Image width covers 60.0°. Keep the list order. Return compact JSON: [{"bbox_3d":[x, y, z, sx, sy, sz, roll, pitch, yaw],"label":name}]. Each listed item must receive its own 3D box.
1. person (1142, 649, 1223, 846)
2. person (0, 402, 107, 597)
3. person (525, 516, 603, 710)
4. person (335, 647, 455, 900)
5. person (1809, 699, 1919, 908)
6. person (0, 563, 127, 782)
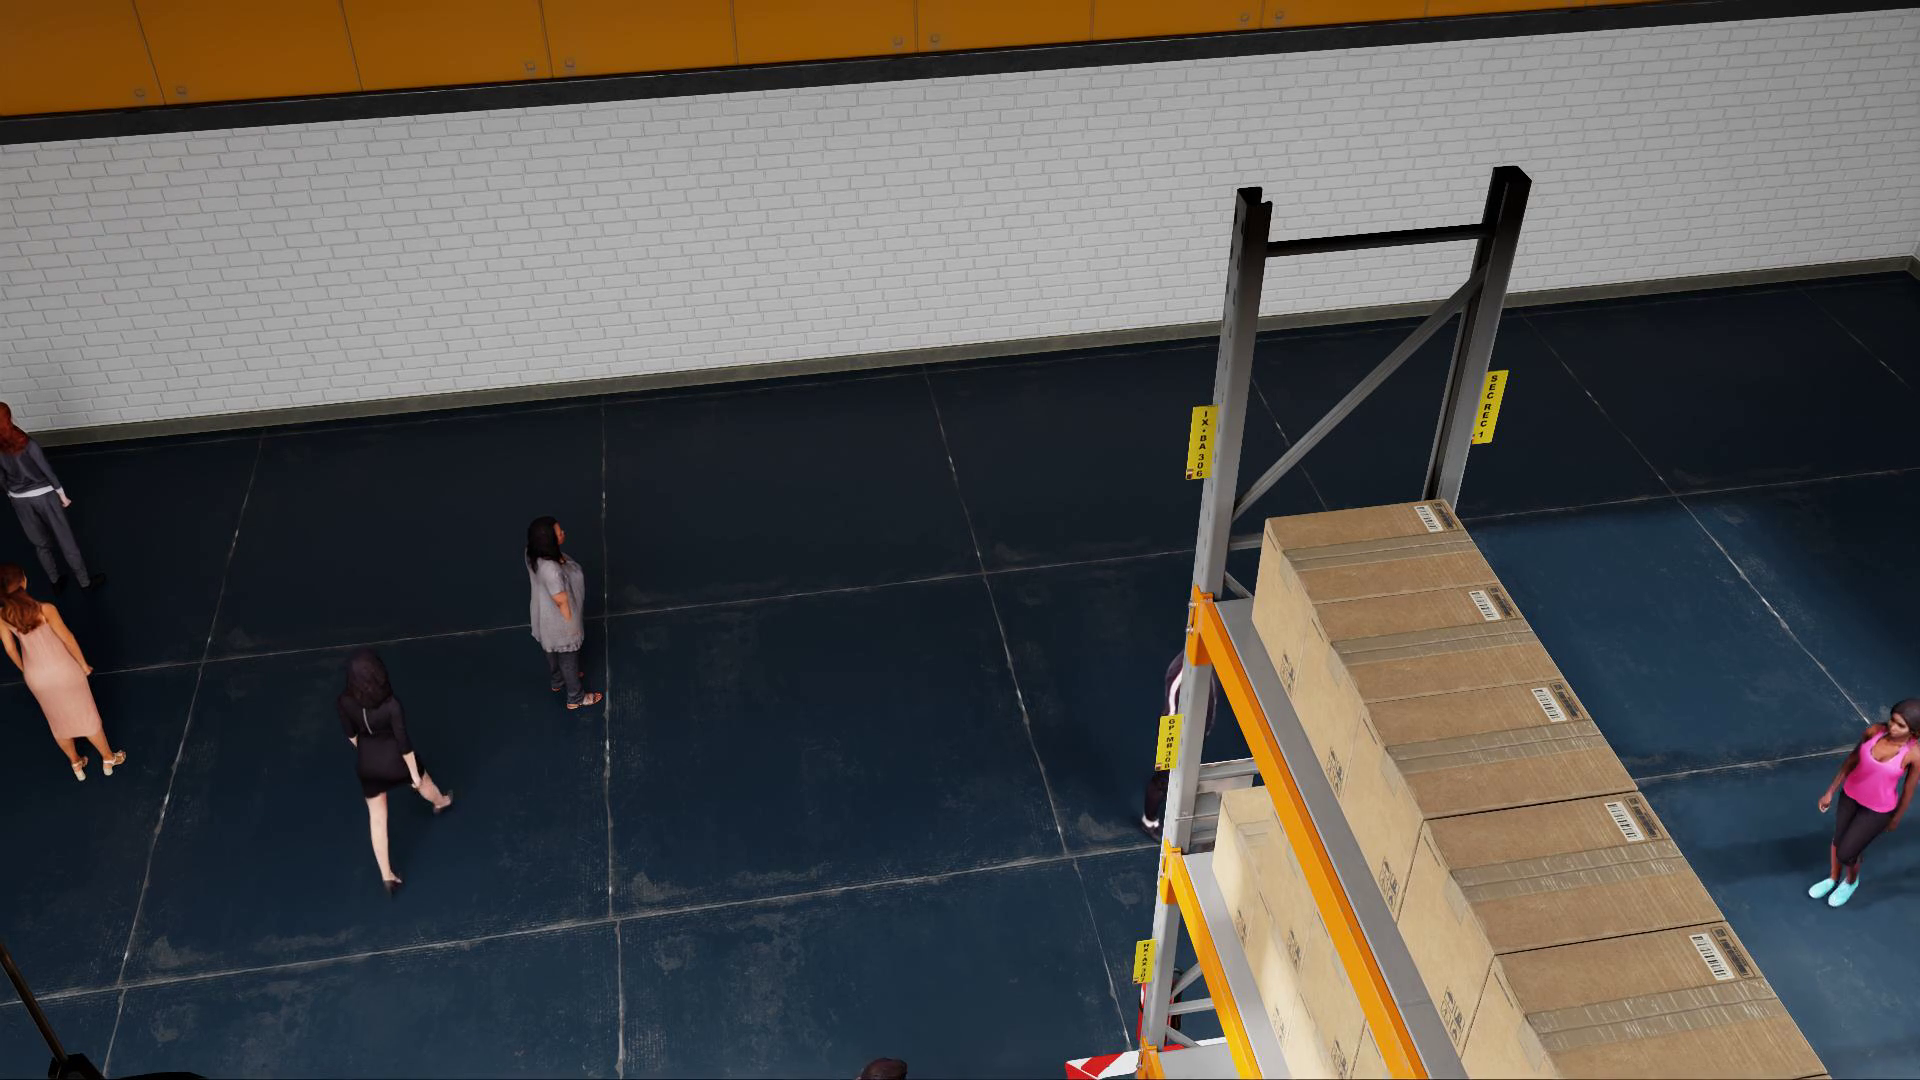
[{"bbox_3d":[1.438,1.197,10.737,0.827,1.829,0.766,24,44,27],"label":"person"},{"bbox_3d":[-7.033,-0.308,12.660,0.609,1.780,0.557,0,39,0],"label":"person"},{"bbox_3d":[-2.866,0.500,11.783,0.807,1.610,0.729,-25,45,-28],"label":"person"},{"bbox_3d":[-3.623,1.507,10.412,0.822,1.749,1.192,3,39,4],"label":"person"},{"bbox_3d":[5.685,1.599,10.324,0.668,1.714,0.598,-17,42,-20],"label":"person"},{"bbox_3d":[-6.062,0.893,11.113,0.589,1.833,0.511,-5,39,-6],"label":"person"}]
